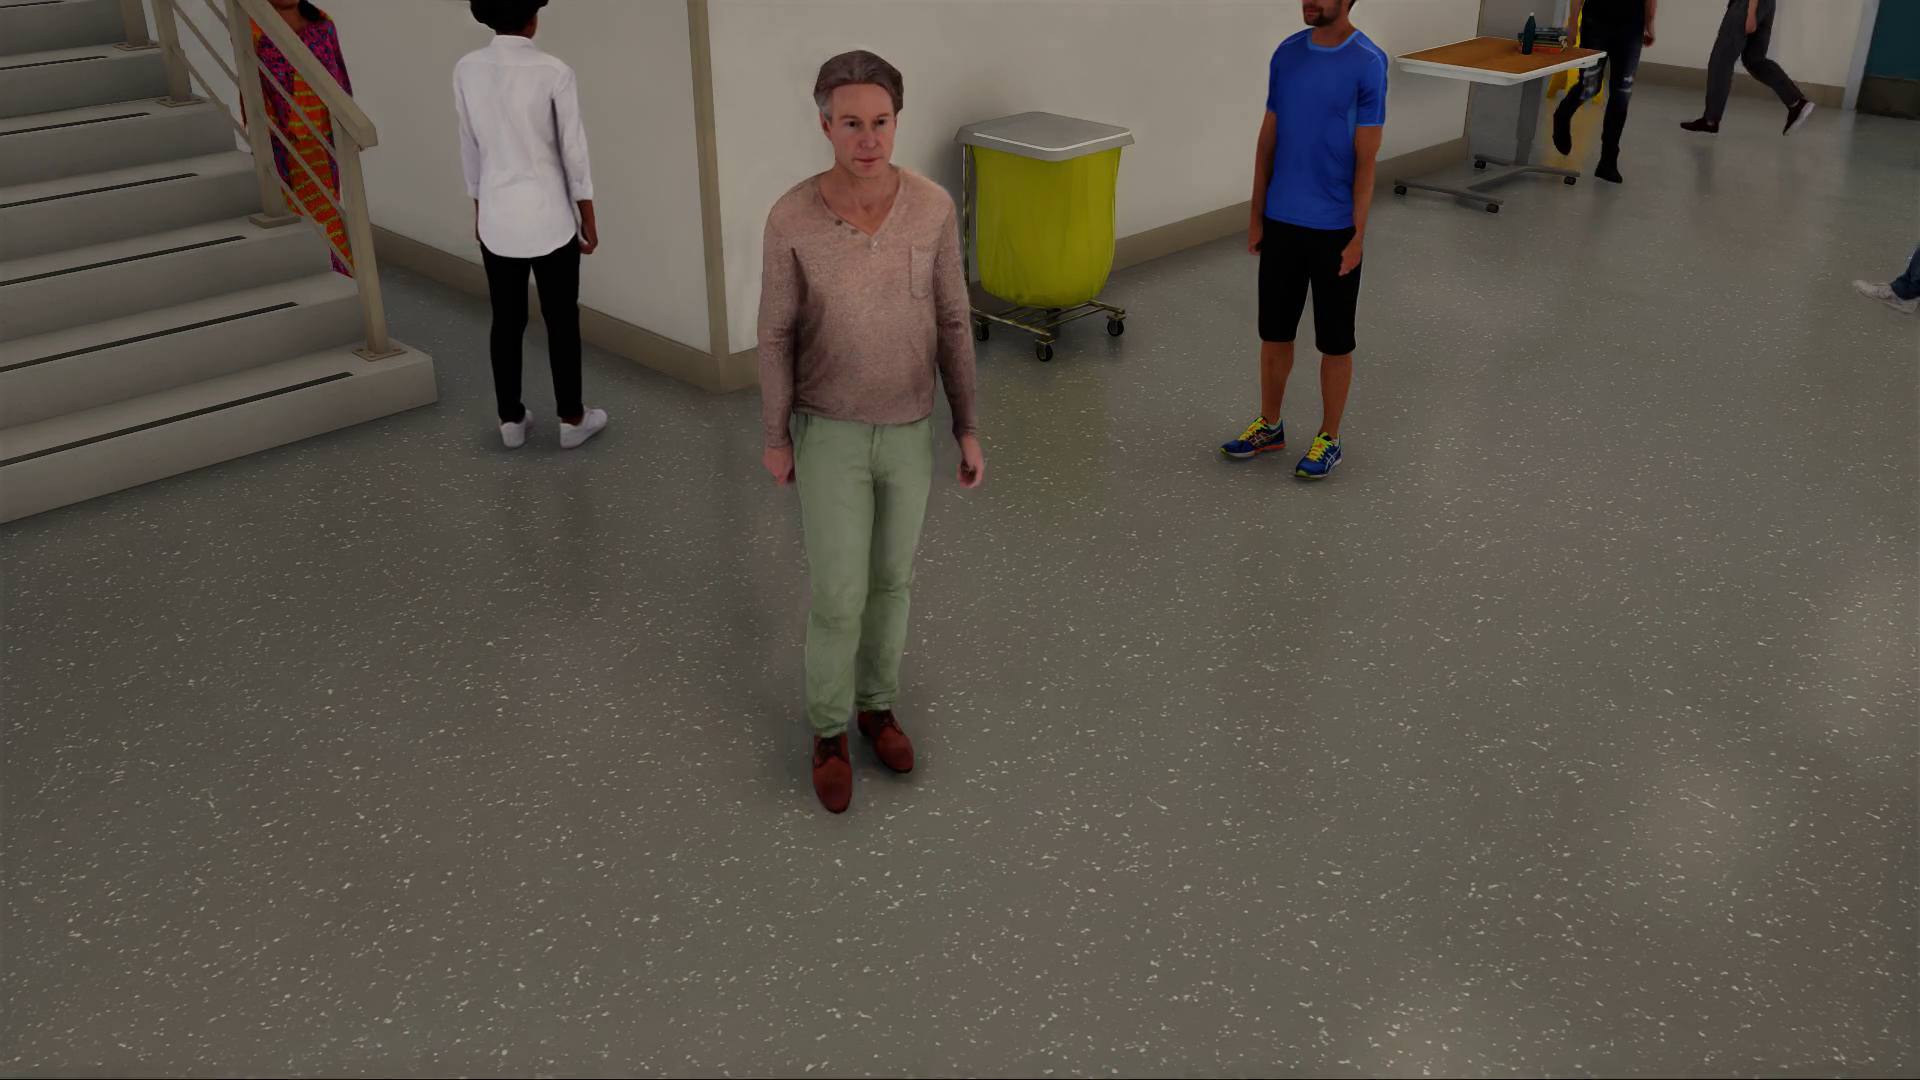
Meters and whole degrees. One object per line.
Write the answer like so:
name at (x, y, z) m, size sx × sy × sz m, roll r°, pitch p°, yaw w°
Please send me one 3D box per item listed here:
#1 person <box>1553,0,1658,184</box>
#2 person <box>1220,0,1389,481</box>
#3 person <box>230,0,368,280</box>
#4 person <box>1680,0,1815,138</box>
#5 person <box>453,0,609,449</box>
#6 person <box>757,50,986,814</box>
person at (3.934, -3.167, 10.160) m, size 1.124 × 1.863 × 1.195 m, roll -2°, pitch 26°, yaw -4°
person at (1.276, -1.151, 5.974) m, size 0.499 × 1.869 × 0.678 m, roll 21°, pitch 33°, yaw 37°
person at (-3.135, -1.974, 7.905) m, size 1.146 × 1.673 × 0.665 m, roll 22°, pitch 33°, yaw 38°
person at (5.356, -3.497, 11.020) m, size 1.051 × 1.710 × 0.656 m, roll 20°, pitch 32°, yaw 35°
person at (-1.620, -1.227, 6.207) m, size 0.722 × 1.802 × 0.793 m, roll 1°, pitch 26°, yaw 3°
person at (-0.256, -0.286, 4.192) m, size 0.786 × 1.858 × 0.805 m, roll -10°, pitch 28°, yaw -20°
